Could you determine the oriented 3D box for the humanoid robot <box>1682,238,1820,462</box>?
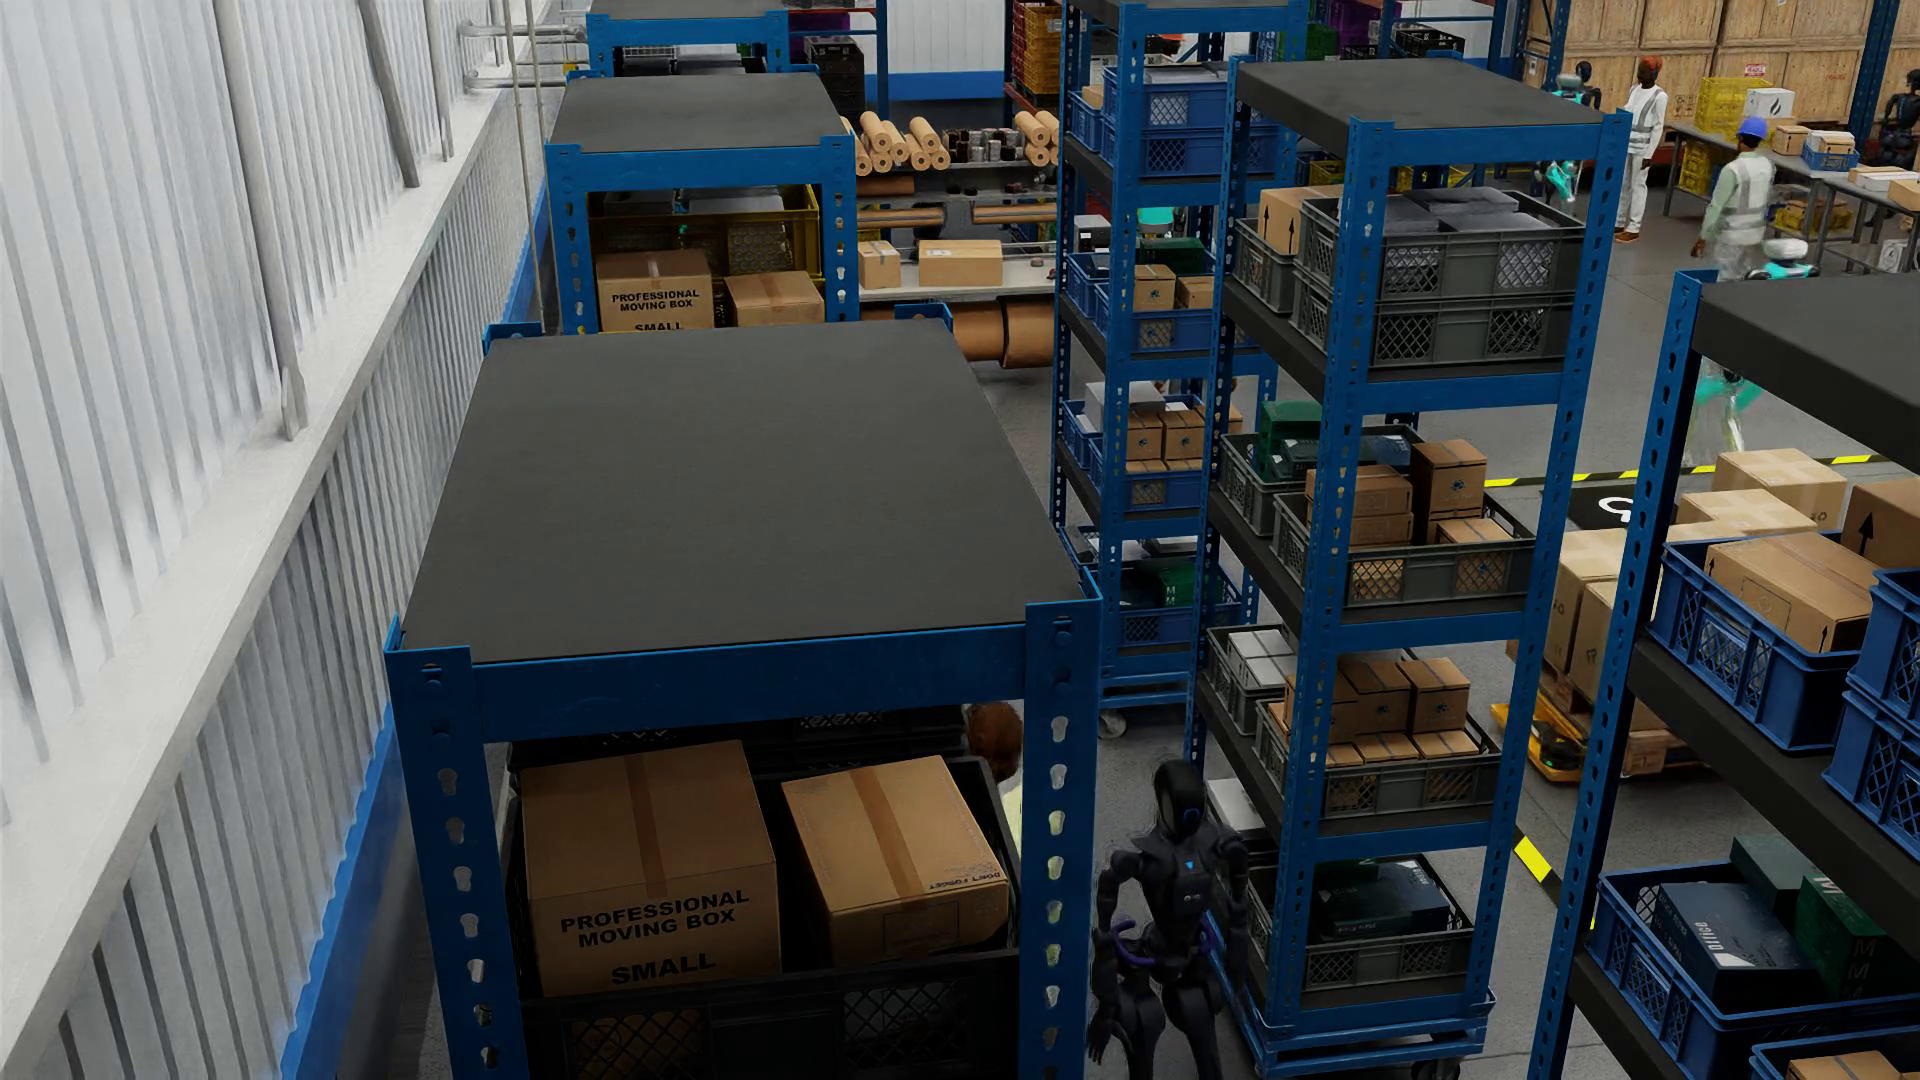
[{"bbox_3d":[5.224,-1.227,11.300,0.530,1.816,0.892,-8,26,-17],"label":"humanoid robot"}]

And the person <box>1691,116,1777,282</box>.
[{"bbox_3d":[6.408,-2.508,13.783,0.795,1.926,0.437,-17,29,-32],"label":"person"}]

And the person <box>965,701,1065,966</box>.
[{"bbox_3d":[0.065,1.401,5.430,0.434,1.809,0.791,14,28,28],"label":"person"}]

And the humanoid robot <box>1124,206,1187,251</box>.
[{"bbox_3d":[1.539,-2.473,13.762,0.533,1.673,0.735,-4,25,-8],"label":"humanoid robot"}]

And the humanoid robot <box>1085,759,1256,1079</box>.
[{"bbox_3d":[0.688,1.463,5.420,0.589,1.649,0.374,-9,26,-19],"label":"humanoid robot"}]

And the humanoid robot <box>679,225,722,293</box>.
[{"bbox_3d":[-2.030,-1.925,12.770,0.532,1.774,0.983,-2,25,-4],"label":"humanoid robot"}]

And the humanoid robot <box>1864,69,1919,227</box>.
[{"bbox_3d":[10.058,-4.186,17.750,0.751,1.626,0.595,-12,27,-25],"label":"humanoid robot"}]

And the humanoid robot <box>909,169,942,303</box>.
[{"bbox_3d":[-0.206,-2.170,13.341,0.480,1.645,0.600,8,26,17],"label":"humanoid robot"}]

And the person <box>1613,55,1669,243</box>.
[{"bbox_3d":[6.934,-4.009,17.080,0.356,1.884,0.574,-6,25,-13],"label":"person"}]

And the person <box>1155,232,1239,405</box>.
[{"bbox_3d":[1.540,-1.096,10.787,0.587,1.853,0.378,-3,25,-7],"label":"person"}]

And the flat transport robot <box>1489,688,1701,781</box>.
[{"bbox_3d":[3.470,0.898,8.314,1.431,0.197,0.652,-4,25,-9],"label":"flat transport robot"}]

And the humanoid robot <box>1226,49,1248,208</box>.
[{"bbox_3d":[3.145,-4.435,18.276,0.657,1.877,0.554,-6,25,-13],"label":"humanoid robot"}]

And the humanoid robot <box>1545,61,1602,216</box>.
[{"bbox_3d":[6.645,-4.346,18.043,0.599,1.657,0.315,-4,25,-8],"label":"humanoid robot"}]

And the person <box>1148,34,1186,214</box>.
[{"bbox_3d":[2.227,-4.616,18.217,0.390,2.040,0.607,-9,26,-19],"label":"person"}]

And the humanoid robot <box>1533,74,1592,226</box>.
[{"bbox_3d":[6.094,-3.734,16.690,0.559,1.745,0.941,-3,25,-7],"label":"humanoid robot"}]

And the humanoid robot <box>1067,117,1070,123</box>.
[{"bbox_3d":[1.193,-4.354,18.020,0.705,1.808,0.548,-17,29,-32],"label":"humanoid robot"}]
